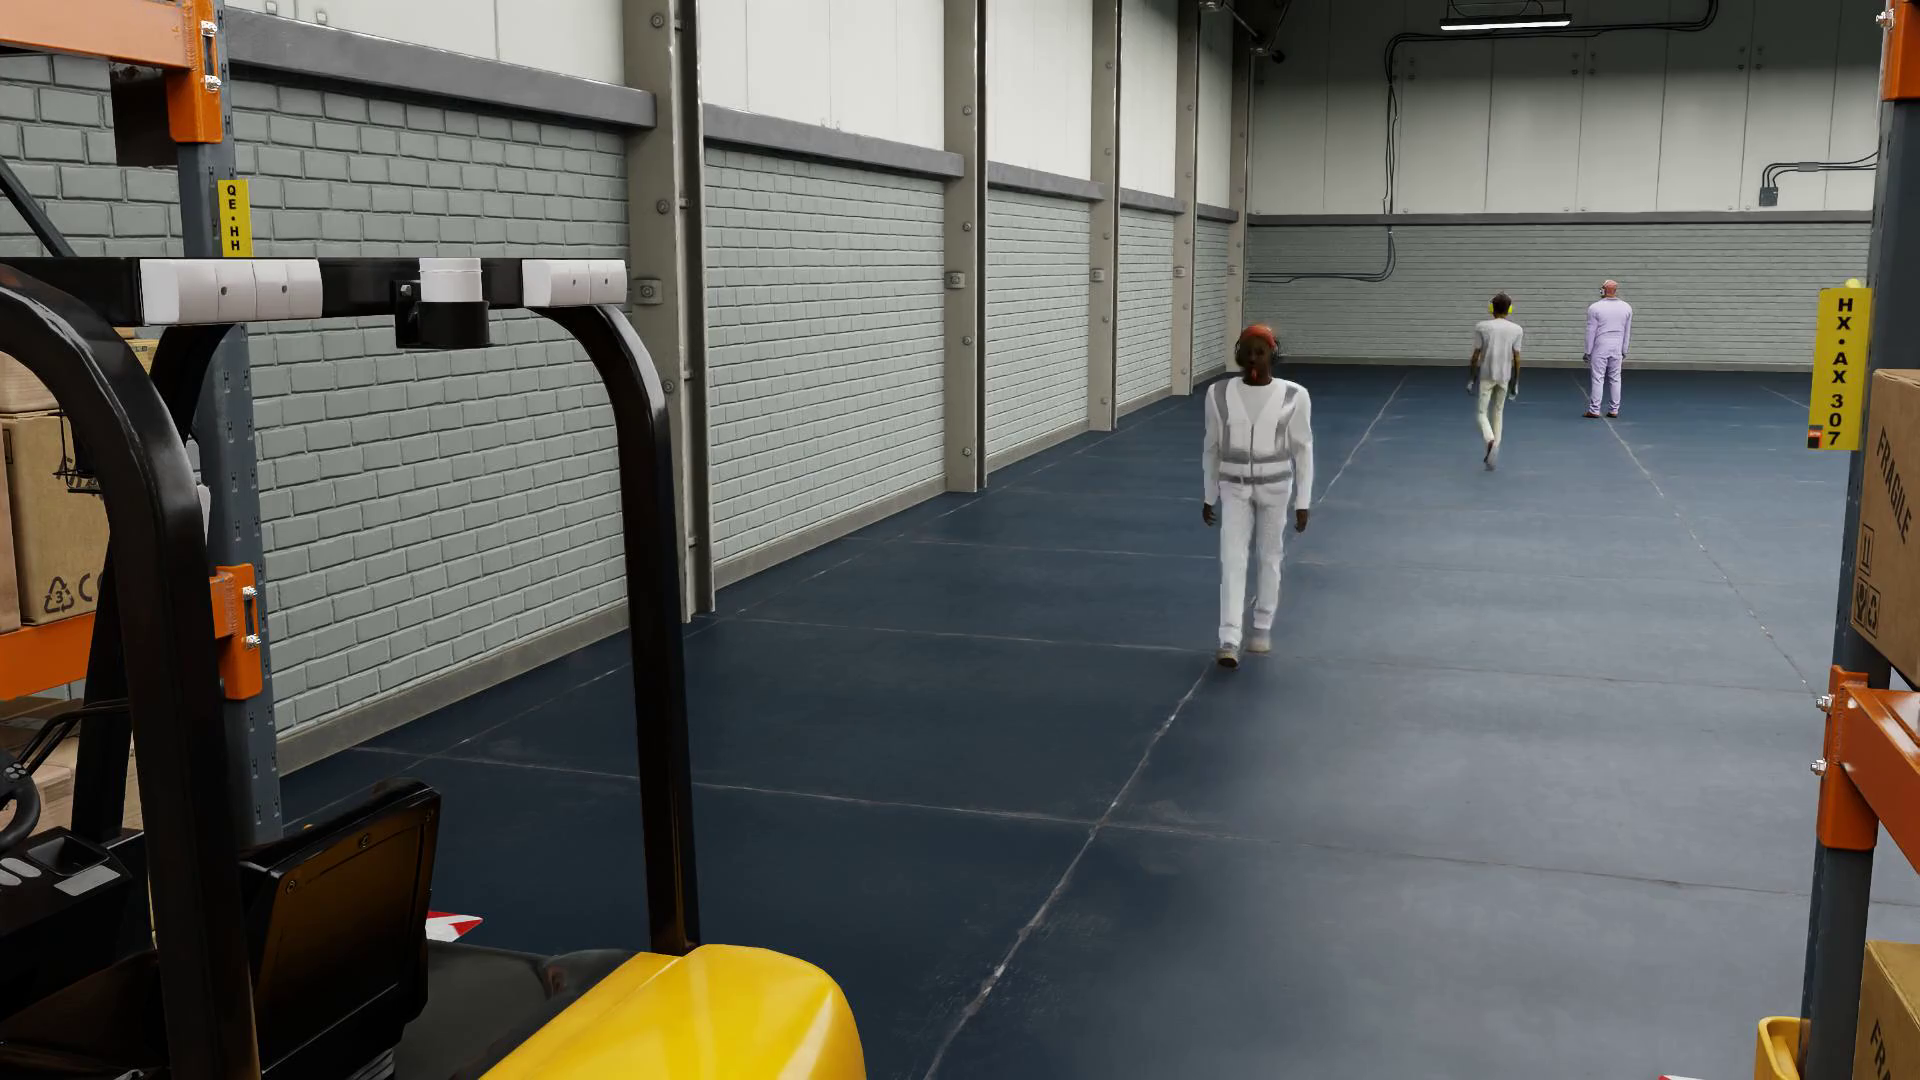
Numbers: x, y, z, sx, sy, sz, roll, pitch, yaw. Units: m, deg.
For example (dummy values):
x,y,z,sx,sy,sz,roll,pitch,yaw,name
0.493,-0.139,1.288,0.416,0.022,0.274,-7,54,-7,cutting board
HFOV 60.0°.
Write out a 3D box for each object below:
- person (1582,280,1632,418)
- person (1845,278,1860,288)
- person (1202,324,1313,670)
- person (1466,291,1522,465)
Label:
x,y,z,sx,sy,sz,roll,pitch,yaw,name
8.932,-2.636,23.022,0.641,1.913,0.407,-2,10,-9,person
14.658,-3.350,27.337,0.588,1.899,0.905,9,13,41,person
1.590,-0.234,8.954,0.603,1.829,0.972,3,10,16,person
5.643,-1.690,17.556,0.528,1.852,0.710,0,10,3,person
